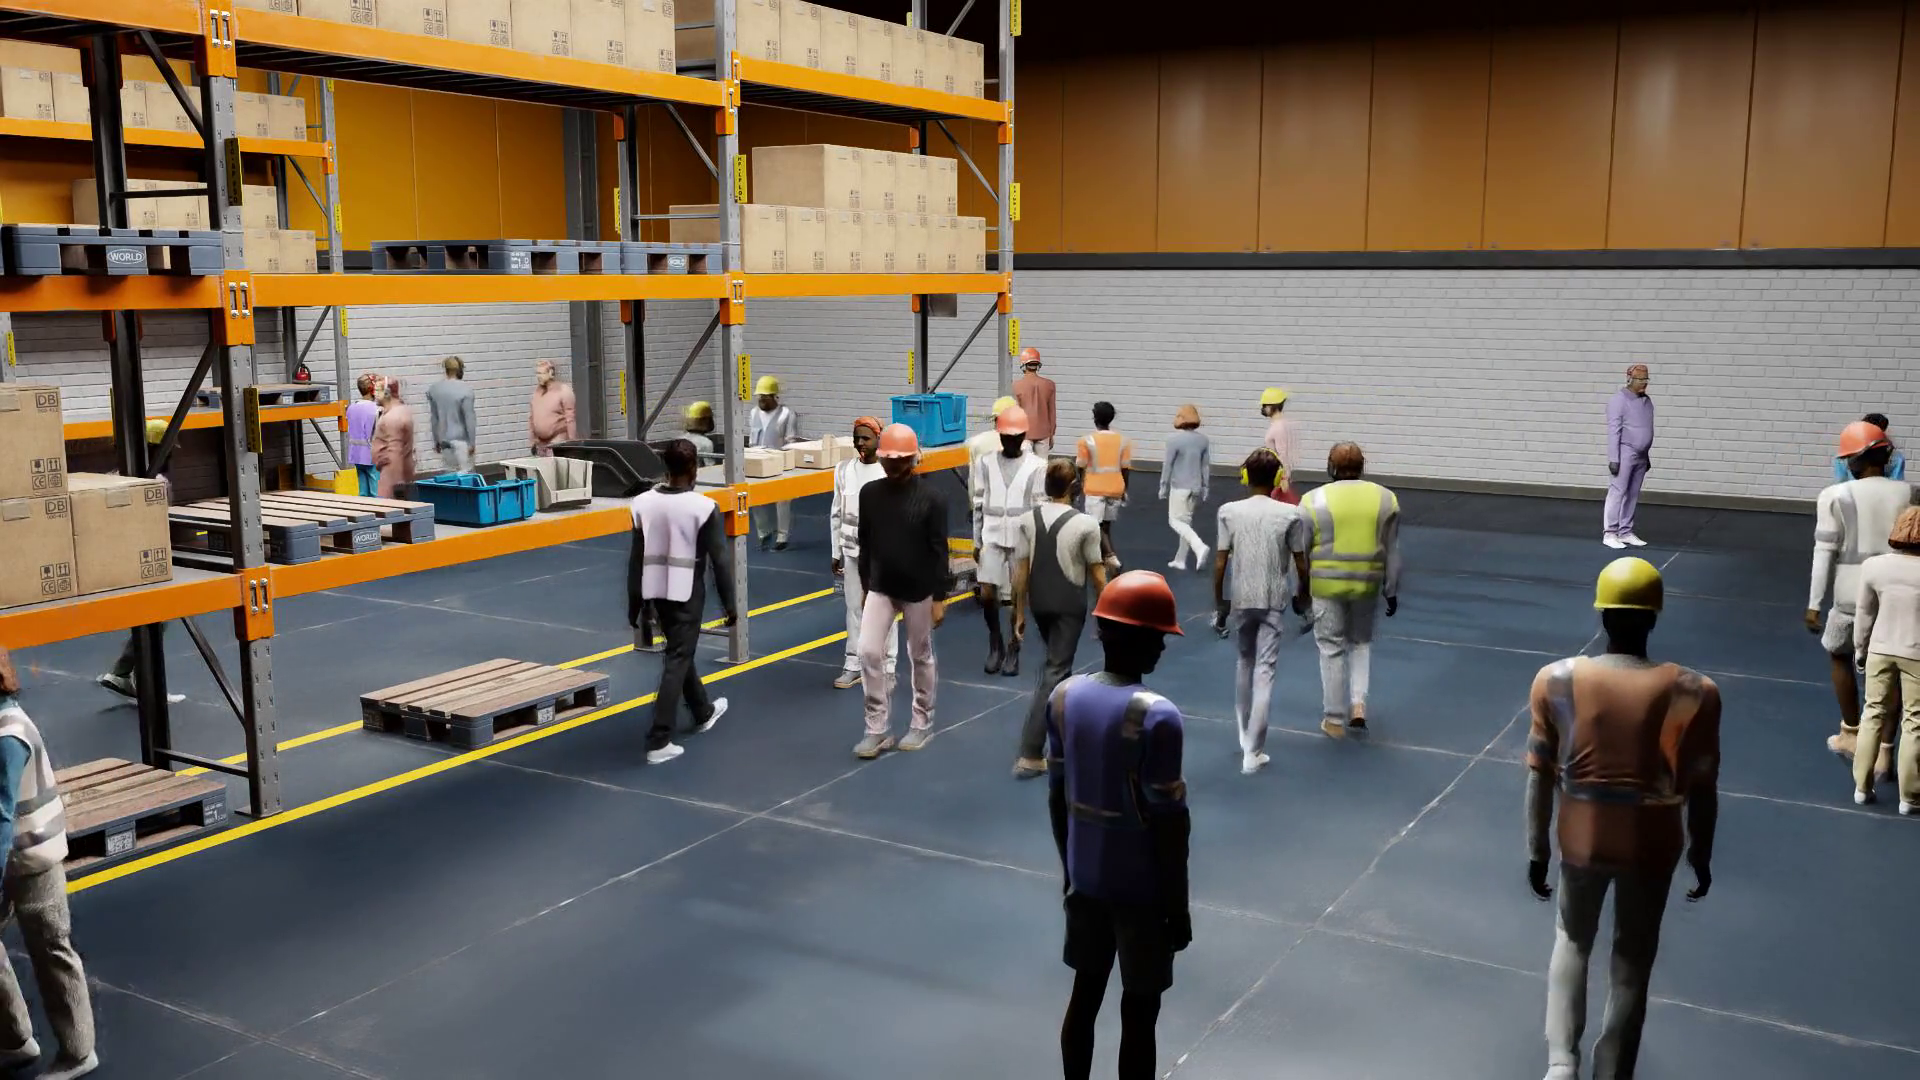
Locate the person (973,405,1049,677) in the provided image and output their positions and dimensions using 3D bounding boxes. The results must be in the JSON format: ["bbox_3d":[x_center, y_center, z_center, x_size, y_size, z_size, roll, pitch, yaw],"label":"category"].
[{"bbox_3d":[0.346,0.017,11.649,0.556,1.924,0.475,2,9,11],"label":"person"}]

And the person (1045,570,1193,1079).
[{"bbox_3d":[0.522,1.051,5.218,0.375,1.927,0.543,-8,12,-41],"label":"person"}]

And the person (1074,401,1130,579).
[{"bbox_3d":[1.348,-0.444,15.351,0.544,1.669,0.695,-4,10,-21],"label":"person"}]

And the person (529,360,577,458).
[{"bbox_3d":[-4.632,-1.140,19.092,0.659,1.874,0.856,6,11,33],"label":"person"}]

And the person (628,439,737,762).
[{"bbox_3d":[-1.636,0.328,9.933,0.620,1.860,1.019,4,10,26],"label":"person"}]

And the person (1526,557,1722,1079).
[{"bbox_3d":[2.197,1.007,5.552,0.588,1.910,0.412,5,10,28],"label":"person"}]

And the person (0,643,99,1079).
[{"bbox_3d":[-3.279,1.120,5.703,0.519,1.618,0.544,-8,12,-40],"label":"person"}]

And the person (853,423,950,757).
[{"bbox_3d":[-0.373,0.305,9.713,0.643,1.965,0.756,4,10,25],"label":"person"}]

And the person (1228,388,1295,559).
[{"bbox_3d":[3.144,-0.648,16.477,0.915,1.721,0.540,1,9,6],"label":"person"}]

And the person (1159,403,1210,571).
[{"bbox_3d":[2.187,-0.482,15.763,0.533,1.611,0.648,-6,11,-33],"label":"person"}]

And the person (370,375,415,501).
[{"bbox_3d":[-5.337,-0.617,15.748,0.465,1.888,0.649,-2,9,-10],"label":"person"}]

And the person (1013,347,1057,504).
[{"bbox_3d":[0.816,-1.204,19.076,0.608,1.996,0.380,-4,10,-23],"label":"person"}]

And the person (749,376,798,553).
[{"bbox_3d":[-1.907,-0.756,16.876,0.591,1.813,0.447,4,10,22],"label":"person"}]

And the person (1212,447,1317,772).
[{"bbox_3d":[1.790,0.384,9.678,0.542,1.838,0.823,5,10,28],"label":"person"}]

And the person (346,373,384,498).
[{"bbox_3d":[-5.902,-0.746,16.671,0.565,1.850,0.390,6,11,32],"label":"person"}]

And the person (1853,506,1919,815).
[{"bbox_3d":[4.981,0.629,8.788,0.277,1.628,0.500,-7,11,-37],"label":"person"}]

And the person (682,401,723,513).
[{"bbox_3d":[-2.363,-0.403,15.020,0.884,1.698,0.506,-7,11,-36],"label":"person"}]

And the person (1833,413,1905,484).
[{"bbox_3d":[7.584,-0.222,13.923,0.535,1.685,0.401,6,11,31],"label":"person"}]

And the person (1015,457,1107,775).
[{"bbox_3d":[0.596,0.419,9.594,0.544,1.792,0.996,7,11,37],"label":"person"}]

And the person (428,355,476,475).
[{"bbox_3d":[-5.804,-1.142,18.940,0.632,1.923,0.652,4,10,25],"label":"person"}]

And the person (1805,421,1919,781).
[{"bbox_3d":[5.210,0.326,9.523,0.733,1.987,0.797,1,9,8],"label":"person"}]

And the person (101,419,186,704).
[{"bbox_3d":[-5.295,0.159,10.898,0.594,1.896,0.491,9,13,43],"label":"person"}]

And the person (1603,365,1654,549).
[{"bbox_3d":[6.964,-0.864,17.242,0.650,1.904,0.401,-6,11,-35],"label":"person"}]

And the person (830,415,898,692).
[{"bbox_3d":[-0.619,0.094,11.333,0.574,1.882,0.356,3,10,19],"label":"person"}]

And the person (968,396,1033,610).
[{"bbox_3d":[0.344,-0.298,13.961,0.615,1.820,0.467,5,10,28],"label":"person"}]

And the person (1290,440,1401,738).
[{"bbox_3d":[2.339,0.306,10.165,0.657,1.828,0.454,0,9,-3],"label":"person"}]
